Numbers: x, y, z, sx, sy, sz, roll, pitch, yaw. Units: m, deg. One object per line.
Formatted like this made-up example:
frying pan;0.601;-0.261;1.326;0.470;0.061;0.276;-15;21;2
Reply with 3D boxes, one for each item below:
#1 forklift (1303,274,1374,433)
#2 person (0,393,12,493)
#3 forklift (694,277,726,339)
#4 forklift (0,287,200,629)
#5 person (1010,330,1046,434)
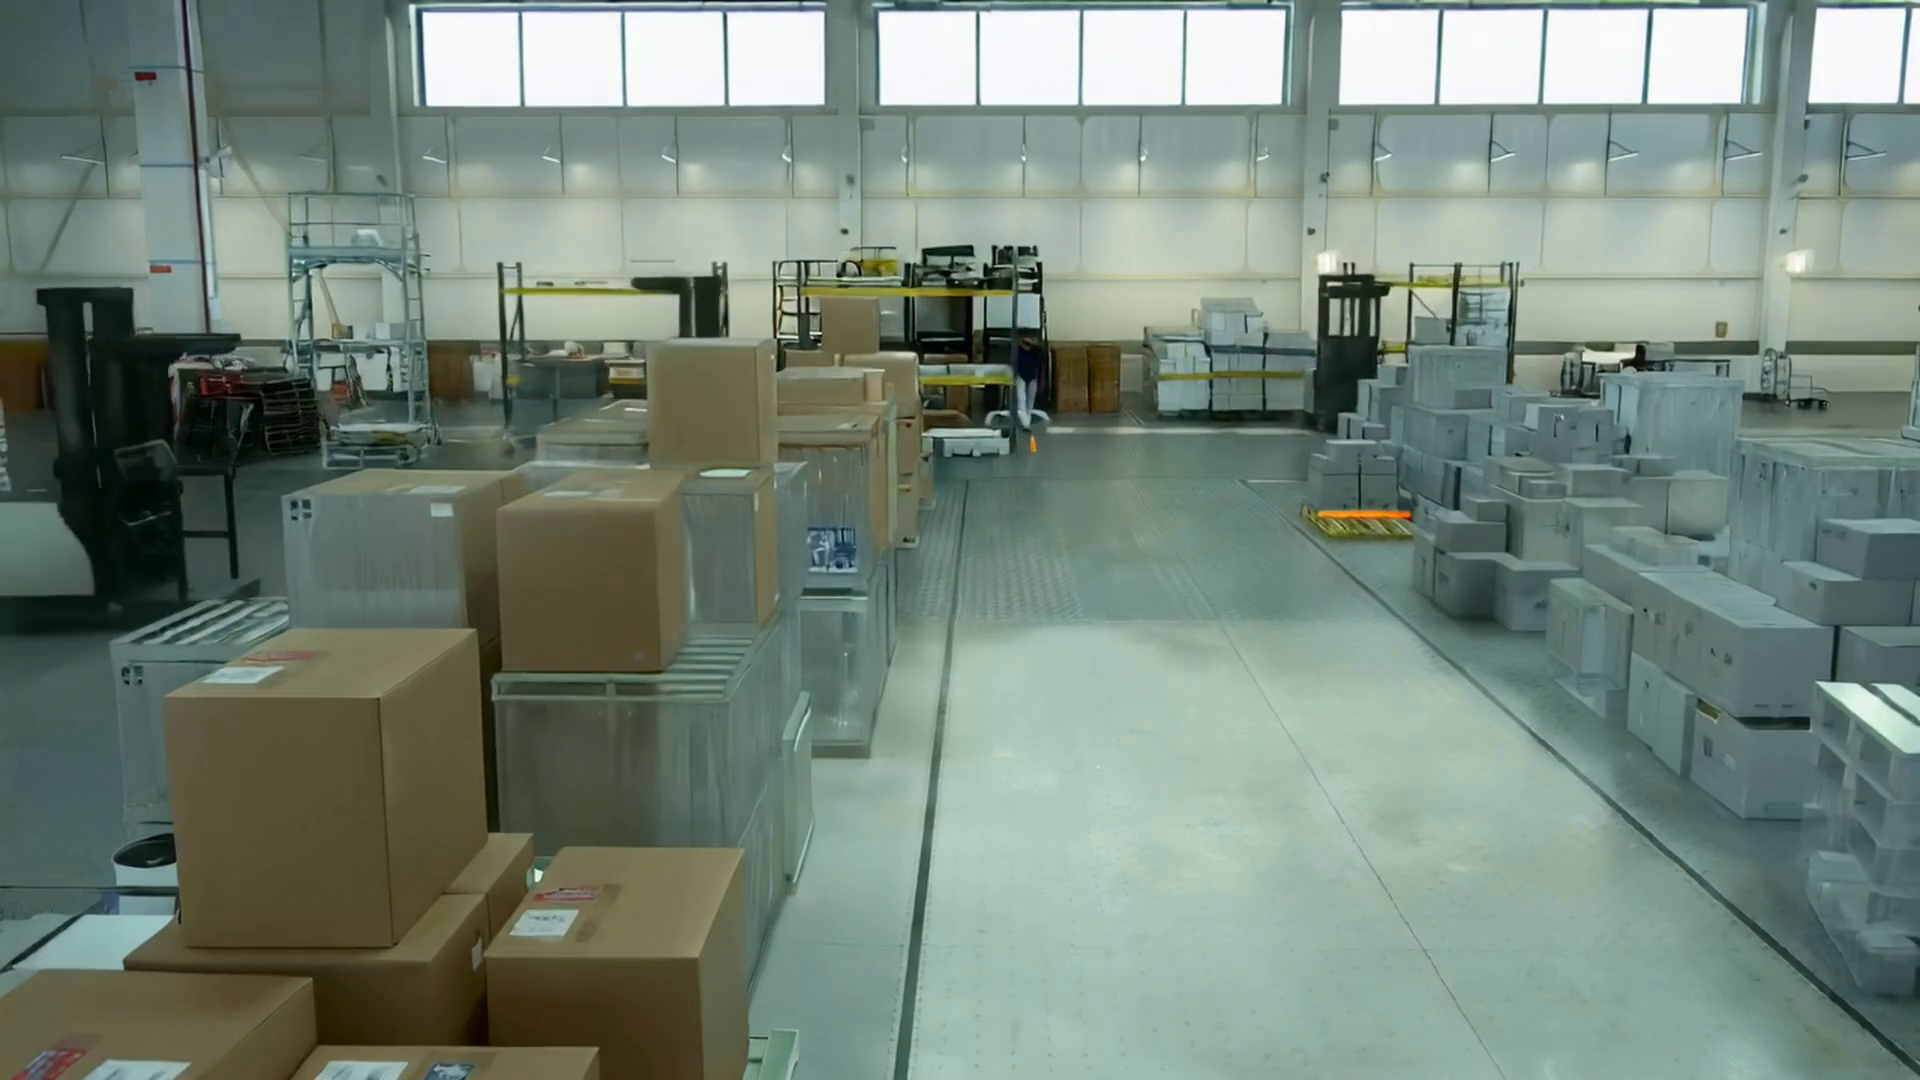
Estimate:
forklift;6.893;-3.384;29.906;1.129;2.768;1.873;0;9;1
person;-11.048;-1.055;18.950;0.338;1.877;0.573;-1;10;-6
forklift;-3.610;-2.402;24.023;1.873;2.768;1.129;-1;10;-5
forklift;-7.212;-0.718;13.939;1.873;2.768;1.129;0;9;0
person;1.200;-2.837;29.740;0.638;1.858;1.101;0;9;-2
